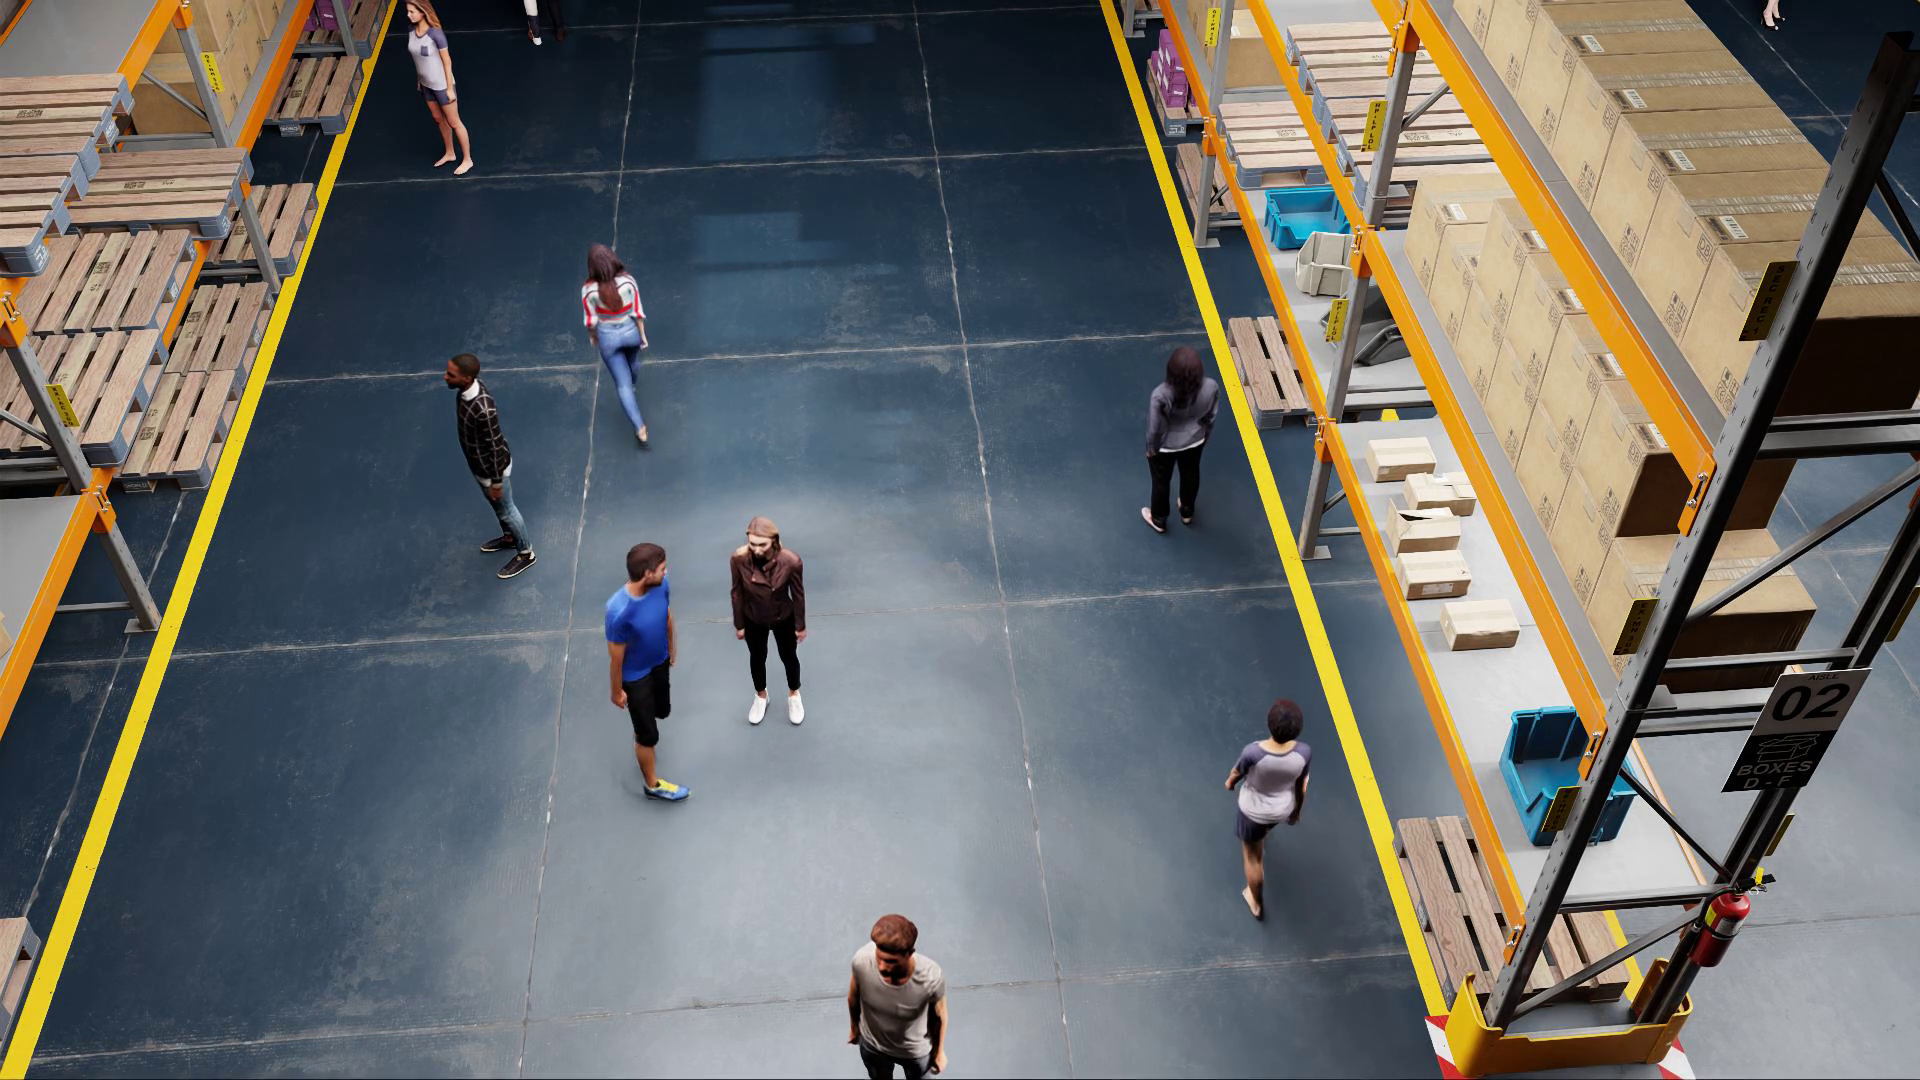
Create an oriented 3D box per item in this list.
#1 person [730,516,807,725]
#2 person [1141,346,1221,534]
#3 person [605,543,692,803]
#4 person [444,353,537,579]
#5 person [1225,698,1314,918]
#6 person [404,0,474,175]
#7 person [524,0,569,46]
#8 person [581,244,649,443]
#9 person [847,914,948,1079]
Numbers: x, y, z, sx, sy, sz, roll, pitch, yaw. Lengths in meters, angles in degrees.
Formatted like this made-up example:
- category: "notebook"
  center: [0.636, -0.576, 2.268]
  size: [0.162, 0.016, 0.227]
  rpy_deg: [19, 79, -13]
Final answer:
- category: "person"
  center: [-1.178, 0.487, 10.347]
  size: [0.632, 1.704, 0.541]
  rpy_deg: [2, 44, 2]
- category: "person"
  center: [1.528, -0.717, 11.690]
  size: [0.726, 1.596, 0.720]
  rpy_deg: [-12, 45, -12]
- category: "person"
  center: [-1.922, 0.727, 10.016]
  size: [1.001, 1.814, 1.056]
  rpy_deg: [-32, 52, -29]
- category: "person"
  center: [-3.199, -0.536, 11.336]
  size: [0.799, 1.821, 0.659]
  rpy_deg: [-22, 48, -22]
- category: "person"
  center: [1.738, 1.544, 9.368]
  size: [0.600, 1.524, 0.979]
  rpy_deg: [-6, 44, -7]
- category: "person"
  center: [-4.782, -4.184, 15.232]
  size: [0.695, 1.731, 0.732]
  rpy_deg: [24, 49, 23]
- category: "person"
  center: [-4.395, -6.028, 17.051]
  size: [0.734, 1.891, 0.649]
  rpy_deg: [-11, 45, -12]
- category: "person"
  center: [-2.547, -1.457, 12.487]
  size: [0.832, 1.568, 1.168]
  rpy_deg: [-15, 46, -15]
- category: "person"
  center: [-0.305, 2.424, 8.173]
  size: [0.736, 1.899, 0.698]
  rpy_deg: [12, 45, 12]
